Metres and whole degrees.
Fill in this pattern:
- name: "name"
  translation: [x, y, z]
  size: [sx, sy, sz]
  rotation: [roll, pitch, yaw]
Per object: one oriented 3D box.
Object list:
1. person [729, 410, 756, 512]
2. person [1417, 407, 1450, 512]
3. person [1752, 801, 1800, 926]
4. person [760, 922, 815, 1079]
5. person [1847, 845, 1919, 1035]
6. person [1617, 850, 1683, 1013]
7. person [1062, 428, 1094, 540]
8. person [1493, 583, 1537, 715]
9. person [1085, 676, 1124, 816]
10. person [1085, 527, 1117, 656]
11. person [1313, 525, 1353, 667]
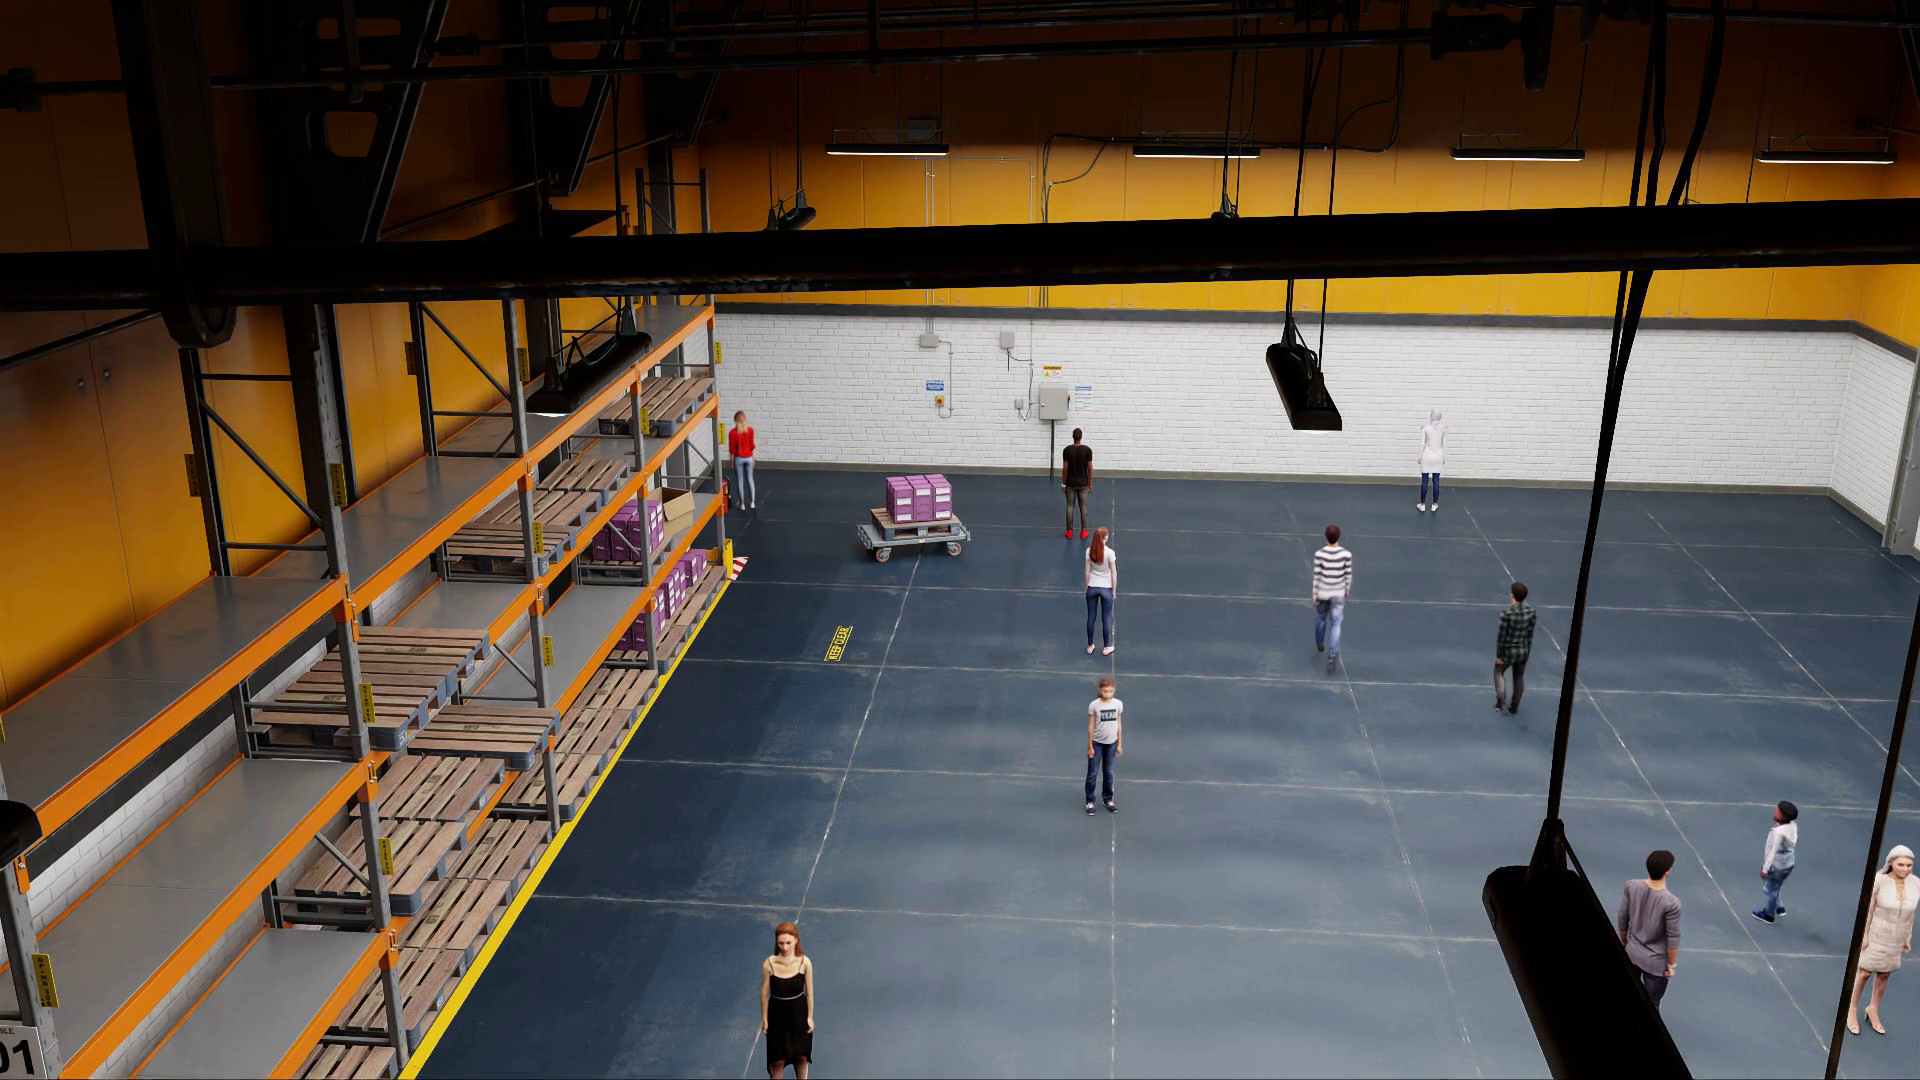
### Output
- name: "person"
  translation: [-3.646, -1.341, 27.913]
  size: [0.693, 1.704, 0.703]
  rotation: [-10, 21, -27]
- name: "person"
  translation: [7.909, -1.359, 27.856]
  size: [0.602, 1.776, 0.509]
  rotation: [2, 19, 5]
- name: "person"
  translation: [7.730, 3.042, 15.600]
  size: [0.585, 1.257, 0.642]
  rotation: [-13, 23, -34]
- name: "person"
  translation: [-1.341, 3.722, 13.002]
  size: [0.622, 1.625, 0.643]
  rotation: [-3, 19, -9]
- name: "person"
  translation: [7.750, 3.342, 13.958]
  size: [0.597, 1.735, 0.551]
  rotation: [1, 19, 2]
- name: "person"
  translation: [5.629, 3.386, 13.643]
  size: [0.800, 1.853, 0.716]
  rotation: [-13, 23, -34]
- name: "person"
  translation: [1.862, -0.908, 26.470]
  size: [0.644, 1.805, 0.521]
  rotation: [1, 19, 3]
- name: "person"
  translation: [6.752, 1.355, 20.128]
  size: [0.713, 1.702, 0.639]
  rotation: [-1, 19, -4]
- name: "person"
  translation: [1.528, 2.156, 17.750]
  size: [0.602, 1.563, 0.608]
  rotation: [-4, 19, -11]
- name: "person"
  translation: [1.837, 0.663, 21.911]
  size: [0.618, 1.737, 0.601]
  rotation: [7, 20, 19]
- name: "person"
  translation: [4.814, 0.746, 21.542]
  size: [0.766, 1.815, 1.210]
  rotation: [4, 19, 13]
